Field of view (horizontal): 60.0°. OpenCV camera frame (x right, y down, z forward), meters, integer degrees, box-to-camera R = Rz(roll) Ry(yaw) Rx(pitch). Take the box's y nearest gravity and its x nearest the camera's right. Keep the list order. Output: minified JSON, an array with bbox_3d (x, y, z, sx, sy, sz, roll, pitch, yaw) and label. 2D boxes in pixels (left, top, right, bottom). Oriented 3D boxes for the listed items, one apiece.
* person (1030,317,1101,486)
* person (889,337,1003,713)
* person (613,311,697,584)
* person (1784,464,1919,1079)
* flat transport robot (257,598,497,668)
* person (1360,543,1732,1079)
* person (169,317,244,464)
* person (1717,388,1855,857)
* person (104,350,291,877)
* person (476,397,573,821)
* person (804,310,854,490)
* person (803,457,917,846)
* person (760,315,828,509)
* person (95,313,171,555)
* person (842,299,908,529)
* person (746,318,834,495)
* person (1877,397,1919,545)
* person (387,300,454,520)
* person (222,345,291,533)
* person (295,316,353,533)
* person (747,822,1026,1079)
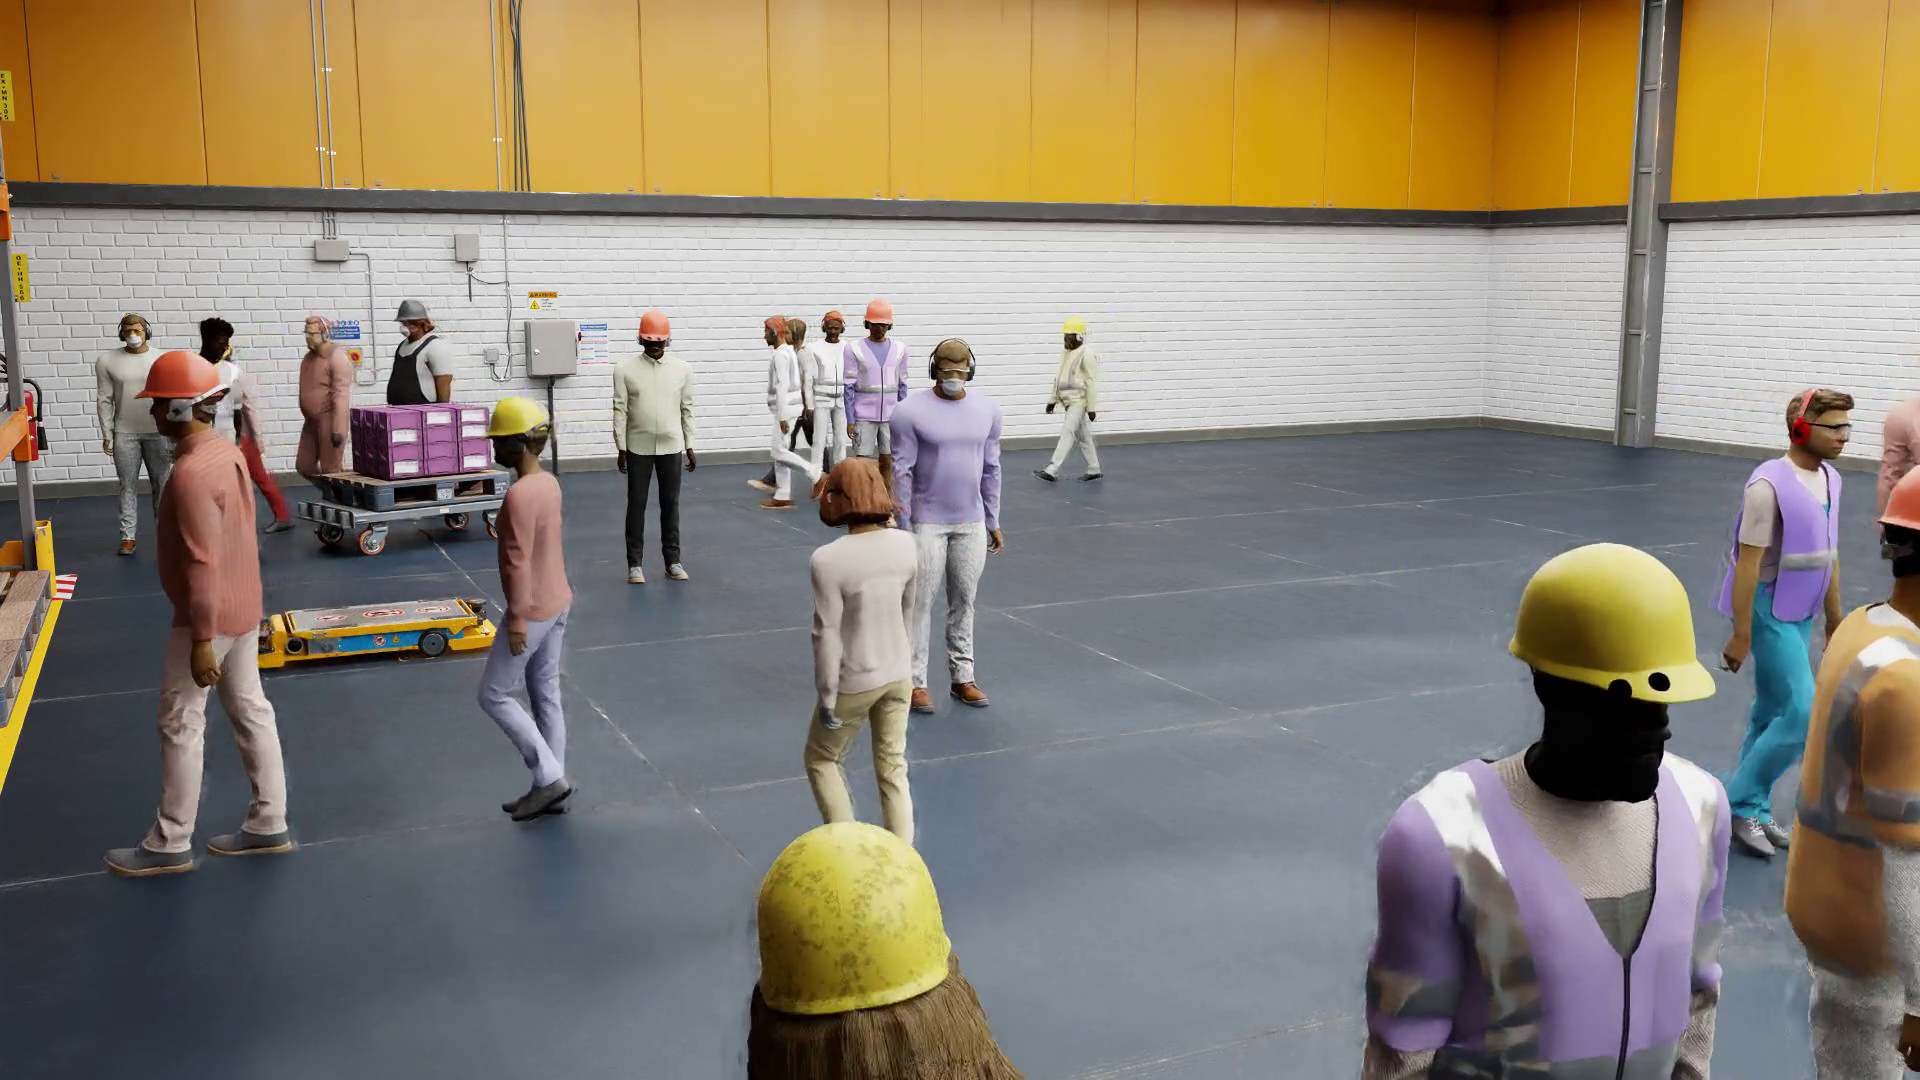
[{"bbox_3d":[1.151,-1.471,17.703,0.923,1.782,0.592,-3,10,-20],"label":"person"},{"bbox_3d":[-0.061,-0.079,8.612,0.627,1.933,0.376,-4,10,-23],"label":"person"},{"bbox_3d":[-2.222,-0.675,12.151,0.610,1.984,0.400,-4,10,-23],"label":"person"},{"bbox_3d":[1.901,0.782,3.329,0.577,1.910,0.580,4,10,23],"label":"person"},{"bbox_3d":[-3.517,0.539,9.916,1.431,0.197,0.652,-4,10,-25],"label":"flat transport robot"},{"bbox_3d":[0.842,0.915,2.581,0.592,1.901,0.802,-3,10,-21],"label":"person"},{"bbox_3d":[-6.004,-0.810,13.208,0.636,1.921,0.912,-7,12,-39],"label":"person"},{"bbox_3d":[3.190,0.323,6.443,0.582,1.827,0.450,-9,13,-44],"label":"person"},{"bbox_3d":[-2.920,0.282,6.277,0.602,1.989,0.624,-1,9,-6],"label":"person"},{"bbox_3d":[-1.781,0.290,6.836,0.352,1.753,0.554,0,9,3],"label":"person"},{"bbox_3d":[-1.278,-1.348,16.628,0.573,1.886,0.359,-4,10,-23],"label":"person"},{"bbox_3d":[-0.349,0.513,5.930,0.510,1.619,0.449,-8,12,-40],"label":"person"},{"bbox_3d":[-1.586,-1.210,15.856,0.608,1.864,0.583,0,9,0],"label":"person"},{"bbox_3d":[-6.580,-0.852,13.385,0.627,1.940,0.377,-4,10,-23],"label":"person"},{"bbox_3d":[-0.714,-1.075,14.482,0.605,2.033,0.402,-4,10,-23],"label":"person"},{"bbox_3d":[-1.671,-1.352,16.950,0.970,1.789,0.533,0,9,-3],"label":"person"},{"bbox_3d":[5.172,-0.062,8.653,0.649,1.879,0.730,2,9,14],"label":"person"},{"bbox_3d":[-5.024,-1.207,15.274,0.703,2.000,0.699,-8,12,-42],"label":"person"},{"bbox_3d":[-6.184,-0.861,14.193,0.929,1.687,0.587,-8,12,-40],"label":"person"},{"bbox_3d":[-5.533,-1.003,14.479,0.659,1.887,0.433,8,12,39],"label":"person"},{"bbox_3d":[-0.071,1.140,1.659,0.512,1.723,0.446,2,9,12],"label":"person"}]
